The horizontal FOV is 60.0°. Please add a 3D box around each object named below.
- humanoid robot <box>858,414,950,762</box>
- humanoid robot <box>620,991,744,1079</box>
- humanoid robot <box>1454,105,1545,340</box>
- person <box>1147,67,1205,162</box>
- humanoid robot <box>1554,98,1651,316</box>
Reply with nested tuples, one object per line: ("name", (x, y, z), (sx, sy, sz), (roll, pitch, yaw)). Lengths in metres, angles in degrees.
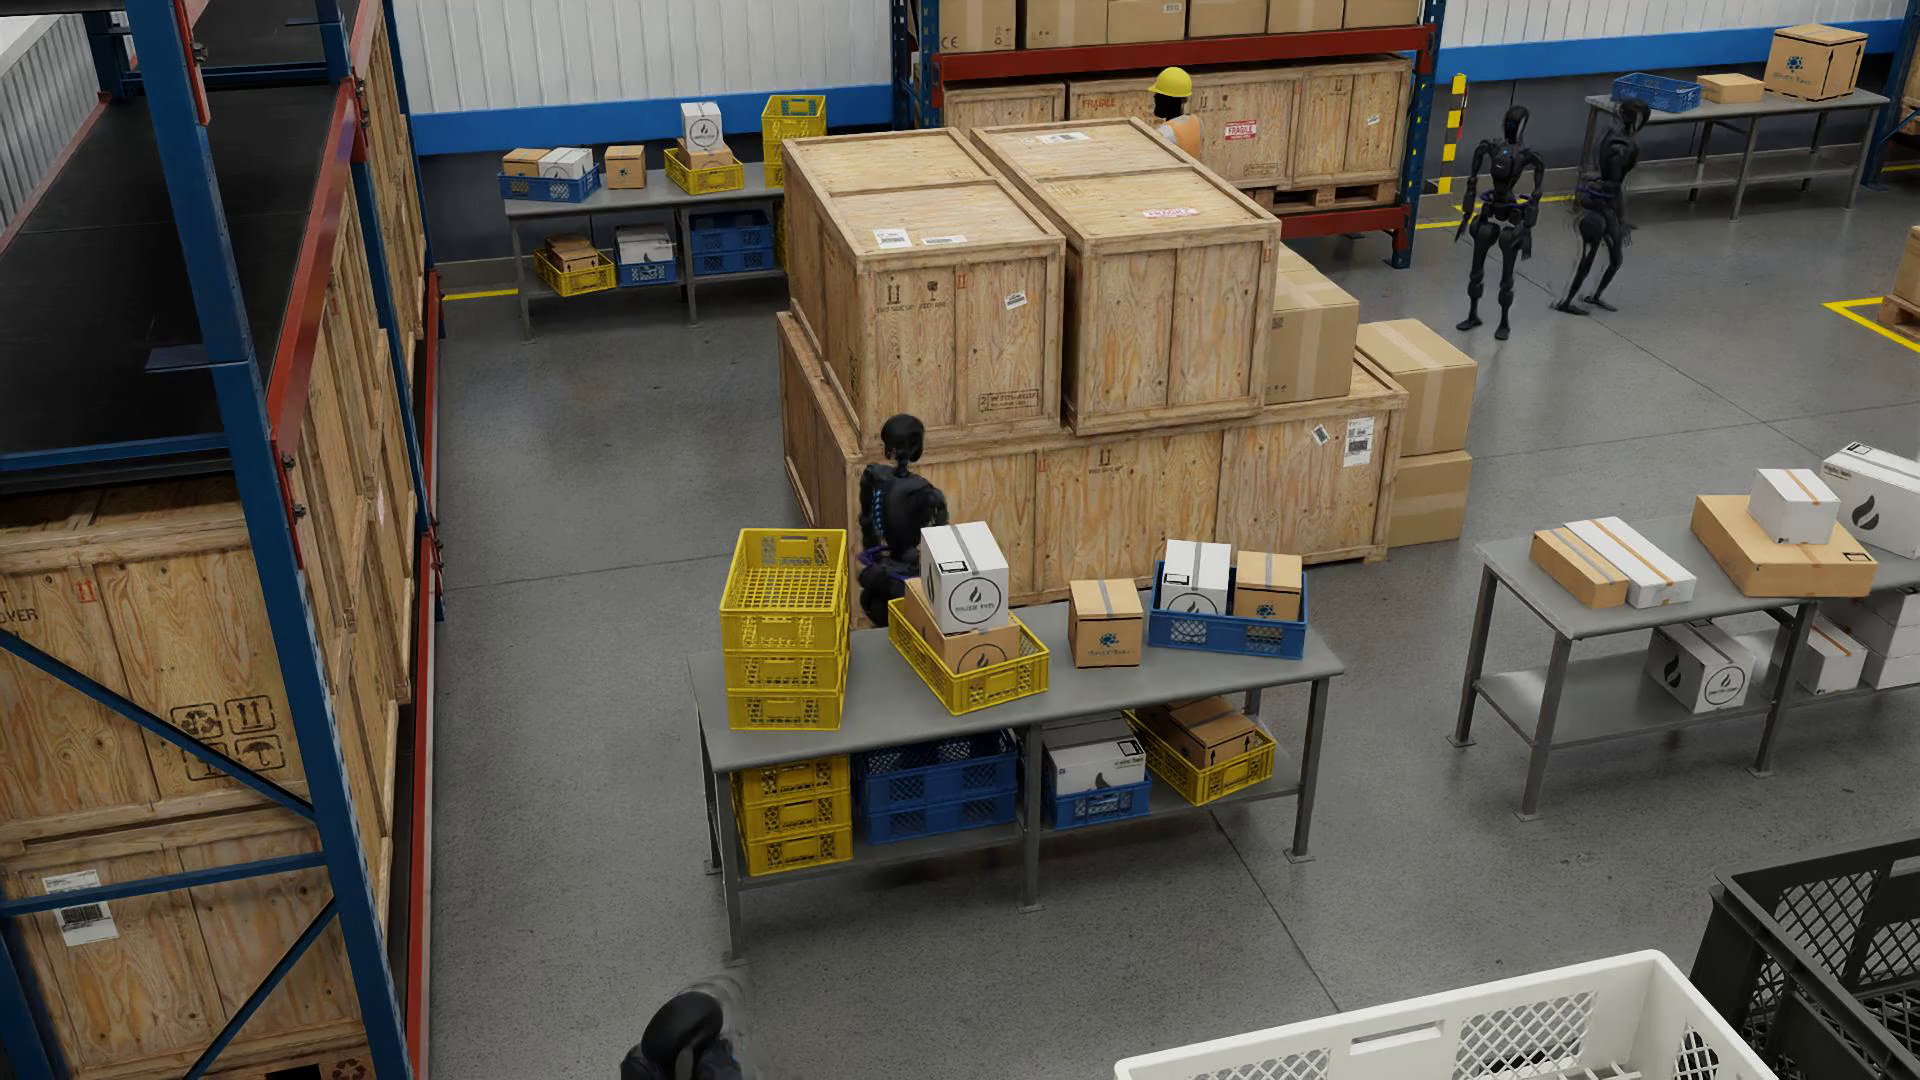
("humanoid robot", (-0.211, 0.229, 7.253), (0.604, 1.653, 0.367), (25, 37, 37))
("humanoid robot", (-0.623, 1.793, 4.408), (0.597, 1.647, 0.439), (21, 35, 33))
("humanoid robot", (3.802, -2.241, 11.722), (0.570, 1.647, 0.333), (25, 37, 37))
("person", (1.448, -2.325, 11.616), (0.355, 1.930, 0.586), (20, 35, 32))
("humanoid robot", (4.678, -2.375, 11.989), (0.589, 1.629, 0.544), (19, 34, 31))
